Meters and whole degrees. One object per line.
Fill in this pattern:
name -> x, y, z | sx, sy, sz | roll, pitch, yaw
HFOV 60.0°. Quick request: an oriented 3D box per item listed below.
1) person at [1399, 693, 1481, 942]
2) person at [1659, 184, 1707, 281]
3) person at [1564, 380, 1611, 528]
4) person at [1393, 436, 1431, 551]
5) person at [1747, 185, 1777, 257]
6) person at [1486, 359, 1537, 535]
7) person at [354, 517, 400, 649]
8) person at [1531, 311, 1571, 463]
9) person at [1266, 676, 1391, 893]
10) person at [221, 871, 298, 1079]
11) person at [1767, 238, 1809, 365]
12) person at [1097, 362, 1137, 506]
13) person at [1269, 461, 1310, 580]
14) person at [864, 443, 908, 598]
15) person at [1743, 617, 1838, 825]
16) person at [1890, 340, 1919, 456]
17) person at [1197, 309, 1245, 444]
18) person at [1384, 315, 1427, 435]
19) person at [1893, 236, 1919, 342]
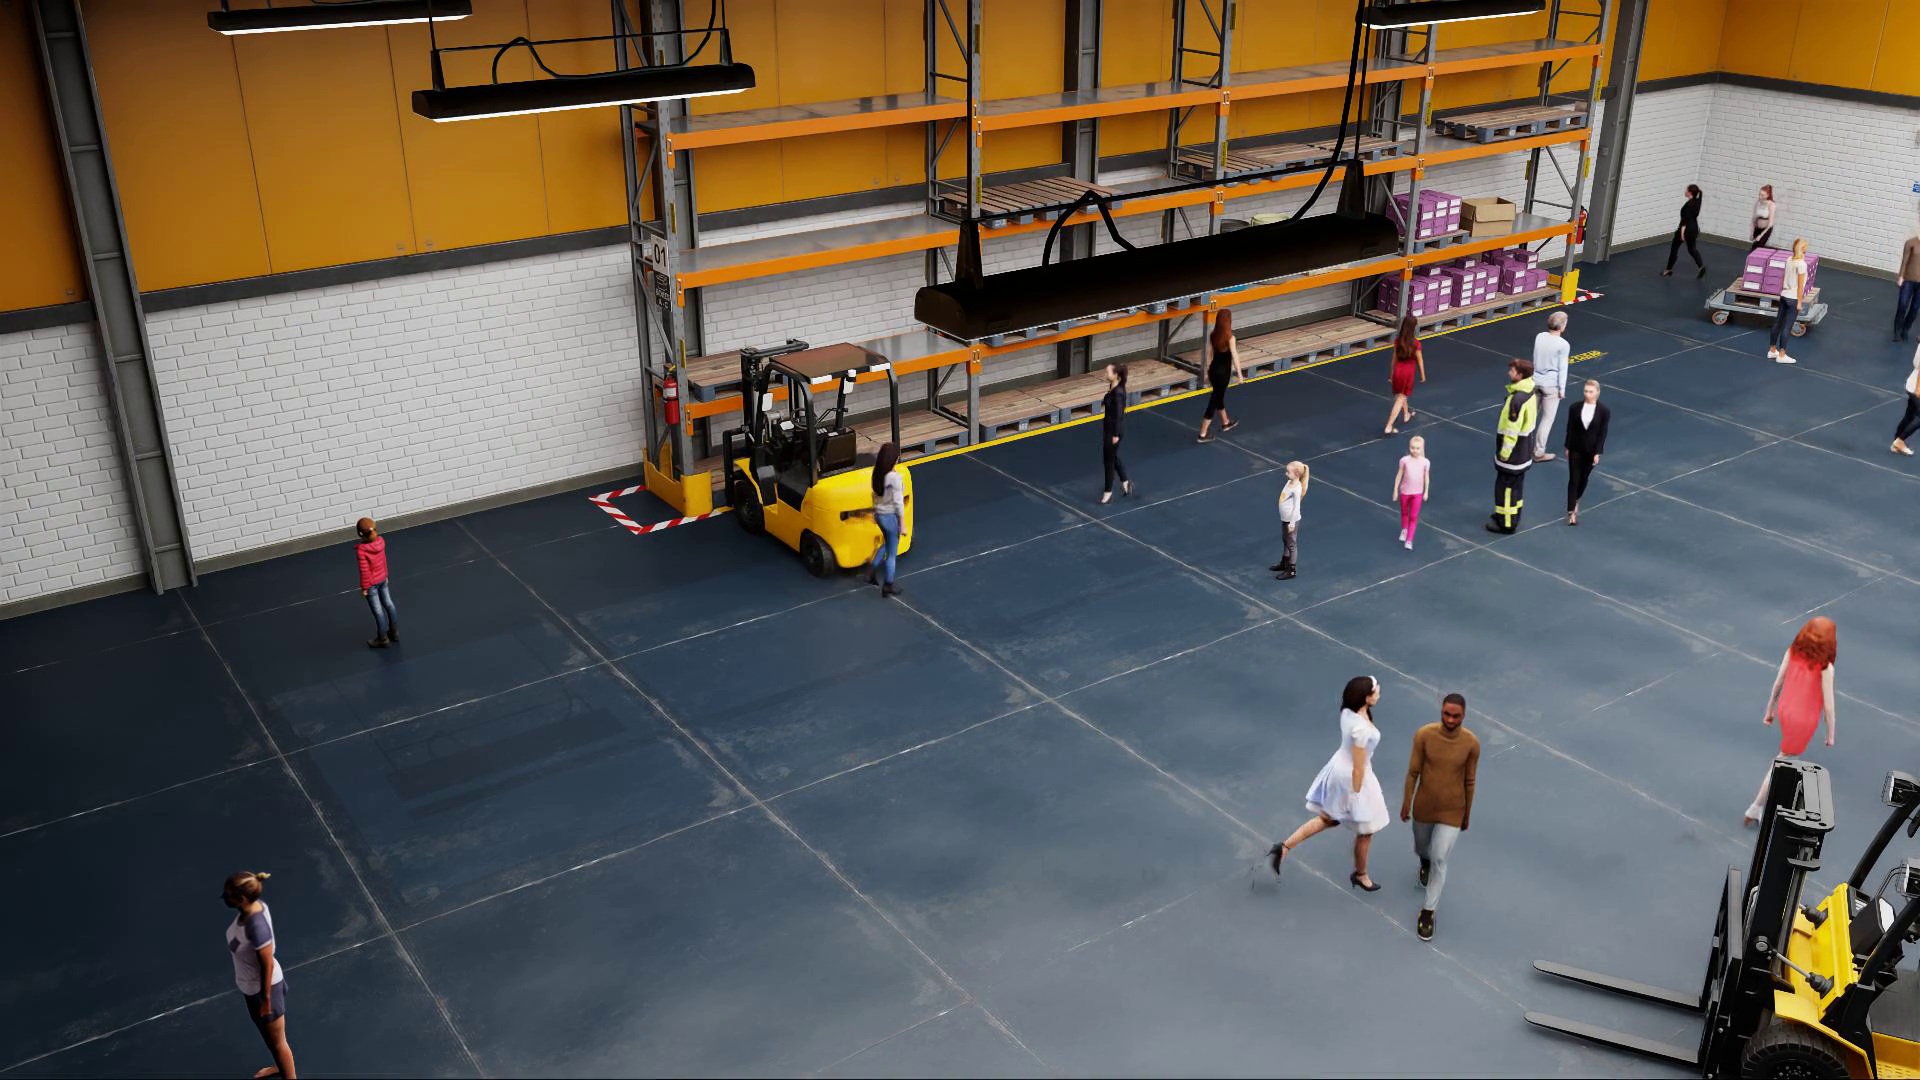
person -> 3.428, 1.882, 11.921 | 1.051, 1.783, 1.213 | 8, 25, 18
person -> 12.471, -5.219, 28.351 | 0.958, 1.635, 0.709 | -14, 27, -29
person -> 7.013, -0.993, 18.655 | 0.959, 1.658, 1.121 | 9, 25, 19
person -> 4.924, -0.545, 18.149 | 0.823, 1.242, 0.941 | 8, 25, 17
person -> 13.555, -5.107, 28.006 | 0.912, 1.705, 0.752 | -5, 24, -10
person -> 6.138, -1.042, 18.376 | 0.930, 1.971, 0.784 | 12, 27, 26
person -> -5.578, 0.398, 15.898 | 0.651, 1.317, 0.567 | 9, 25, 20
person -> 7.179, -1.889, 20.417 | 0.583, 1.887, 0.660 | -14, 27, -29
person -> 2.732, 1.808, 12.086 | 1.213, 1.786, 1.032 | -1, 24, -3
person -> -4.279, 2.719, 10.202 | 0.569, 1.625, 0.605 | -12, 26, -26
person -> 12.066, -3.492, 24.183 | 0.673, 1.808, 0.676 | -2, 24, -5
person -> 1.792, -1.240, 19.154 | 0.845, 1.711, 0.771 | -1, 24, -3
person -> 3.459, -0.226, 17.373 | 0.612, 1.279, 0.572 | -3, 24, -6
person -> -0.808, -0.187, 16.867 | 0.688, 1.611, 0.658 | -11, 26, -24
person -> 6.402, 1.450, 12.895 | 1.009, 1.795, 0.758 | -9, 25, -19
person -> 11.767, -1.902, 20.591 | 0.764, 1.772, 0.652 | 13, 27, 26
person -> 3.206, -2.045, 21.019 | 1.022, 1.691, 0.590 | -14, 27, -29
person -> 5.670, -2.084, 21.336 | 1.102, 1.509, 0.634 | -20, 31, -38
person -> 14.462, -3.945, 25.148 | 0.933, 1.866, 1.042 | 8, 25, 18
